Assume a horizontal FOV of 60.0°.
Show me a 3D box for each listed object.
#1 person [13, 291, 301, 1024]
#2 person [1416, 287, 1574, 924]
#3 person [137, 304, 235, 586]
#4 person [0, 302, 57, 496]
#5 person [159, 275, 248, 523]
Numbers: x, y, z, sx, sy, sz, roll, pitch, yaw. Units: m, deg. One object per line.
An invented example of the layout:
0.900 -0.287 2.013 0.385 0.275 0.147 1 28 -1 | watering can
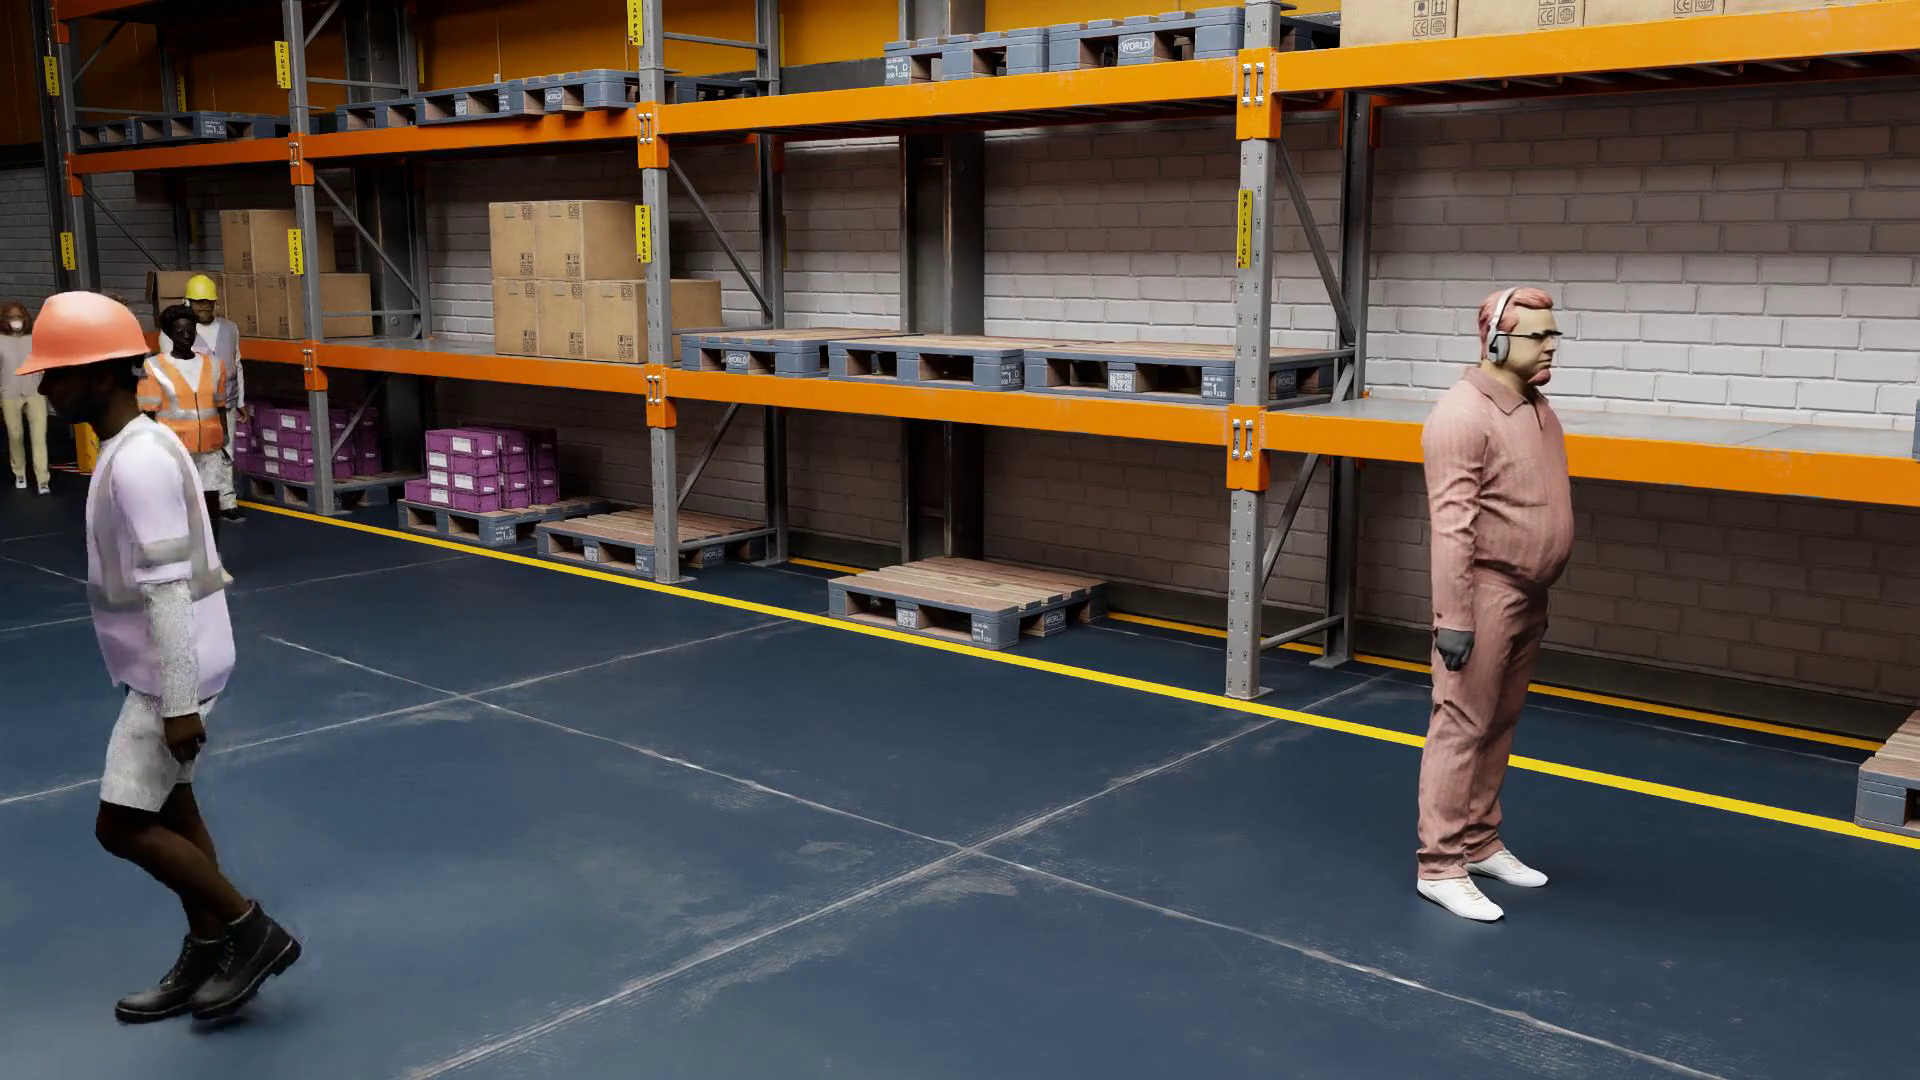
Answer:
-2.075 0.332 4.237 0.457 1.916 0.561 -5 11 -27 | person
1.654 0.188 5.094 0.403 1.906 0.651 8 13 40 | person
-4.563 -0.541 9.842 0.317 1.695 0.540 8 13 40 | person
-7.777 -1.178 13.780 0.524 1.588 0.874 -6 12 -33 | person
-5.484 -1.008 12.121 0.404 1.827 0.599 8 13 40 | person
